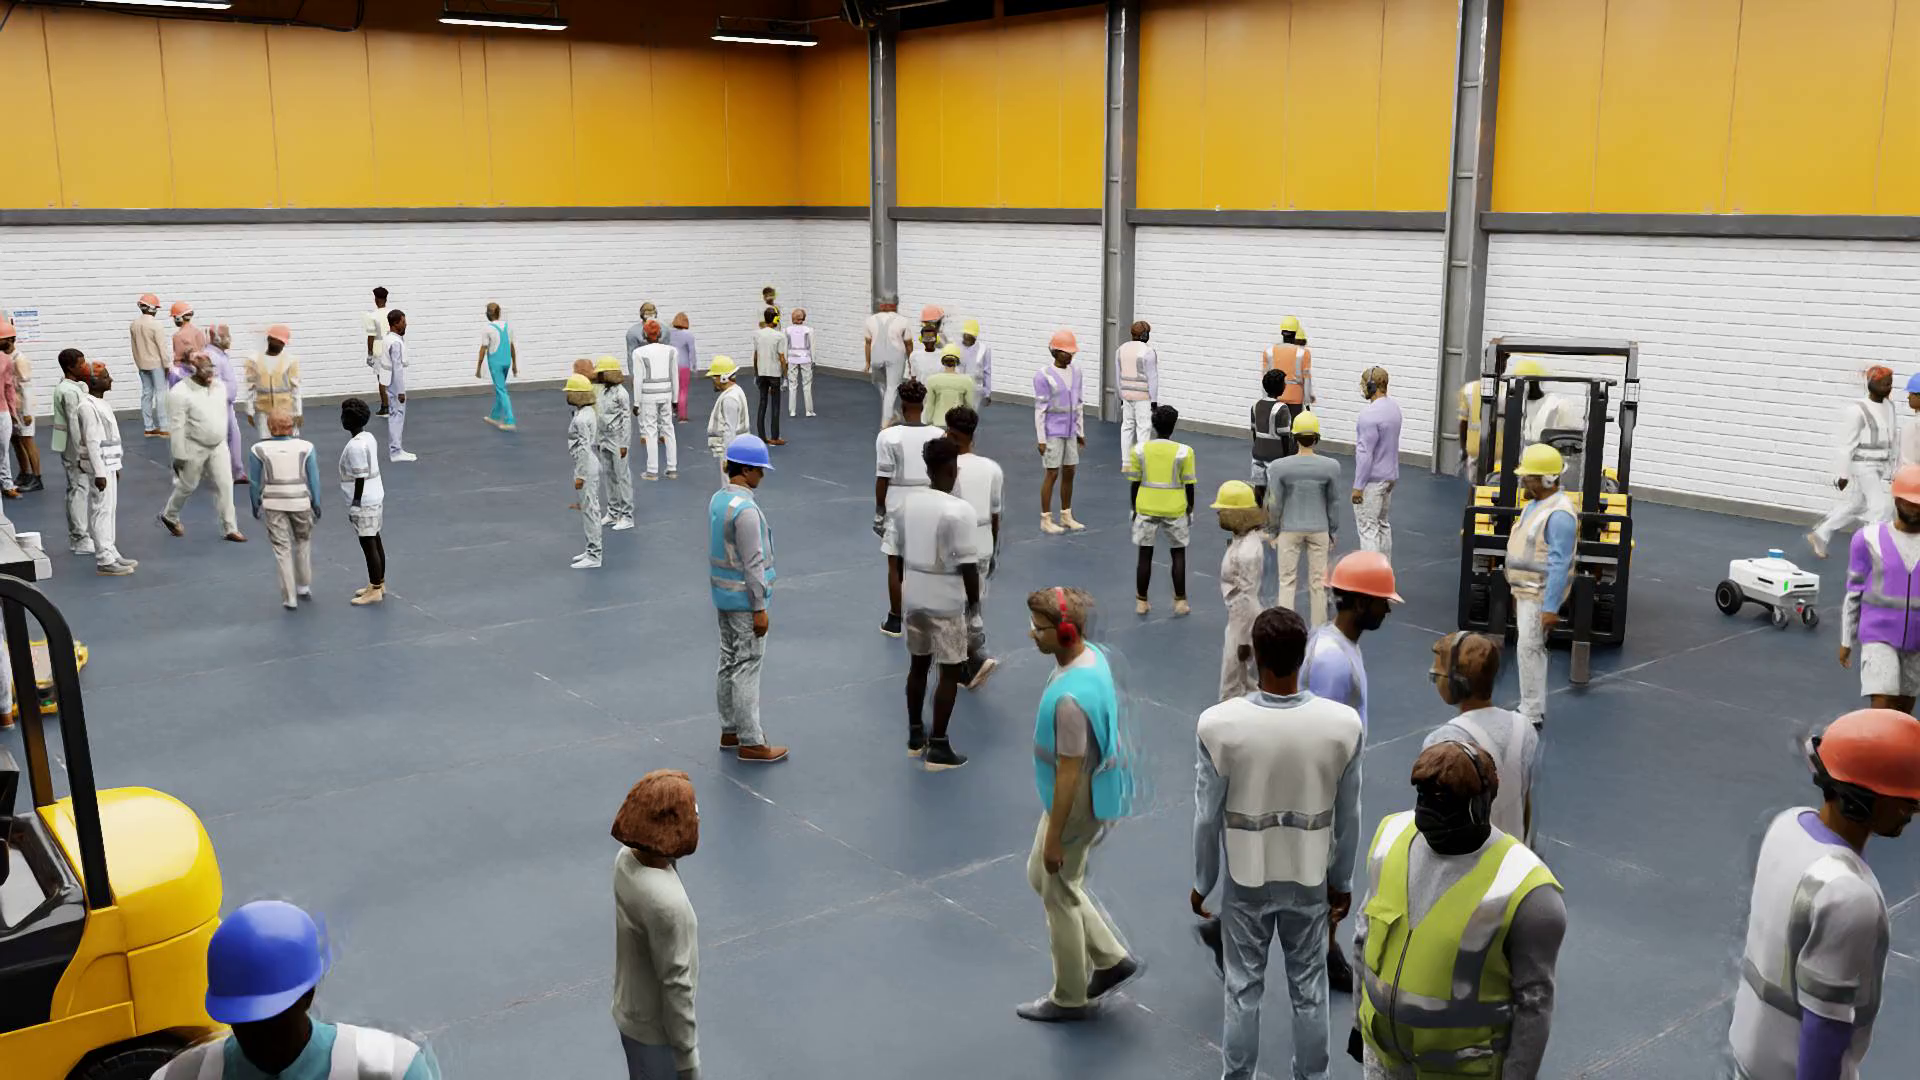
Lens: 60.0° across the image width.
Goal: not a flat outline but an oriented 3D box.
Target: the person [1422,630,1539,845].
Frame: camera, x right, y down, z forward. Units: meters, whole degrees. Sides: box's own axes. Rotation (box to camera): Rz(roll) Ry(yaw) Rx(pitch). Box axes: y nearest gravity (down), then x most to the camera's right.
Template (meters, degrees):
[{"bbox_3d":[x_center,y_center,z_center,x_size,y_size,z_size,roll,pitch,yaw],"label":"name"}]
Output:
[{"bbox_3d":[1.795,1.201,5.951,0.585,1.825,0.587,-5,13,-23],"label":"person"}]

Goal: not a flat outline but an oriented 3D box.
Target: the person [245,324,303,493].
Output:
[{"bbox_3d":[-7.646,-1.447,18.581,0.592,1.900,0.412,-3,12,-15],"label":"person"}]

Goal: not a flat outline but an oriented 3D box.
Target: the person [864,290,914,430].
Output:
[{"bbox_3d":[-1.006,-2.613,23.854,0.698,2.000,1.031,5,13,21],"label":"person"}]

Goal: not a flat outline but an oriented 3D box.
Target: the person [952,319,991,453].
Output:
[{"bbox_3d":[0.077,-1.880,20.910,0.653,1.805,0.495,2,12,10],"label":"person"}]

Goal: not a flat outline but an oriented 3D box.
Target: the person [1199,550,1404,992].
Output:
[{"bbox_3d":[1.433,0.970,6.882,0.687,1.909,0.558,3,12,15],"label":"person"}]

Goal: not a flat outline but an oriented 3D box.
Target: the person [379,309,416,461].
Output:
[{"bbox_3d":[-7.105,-1.942,20.948,0.392,1.911,0.584,-6,13,-26],"label":"person"}]

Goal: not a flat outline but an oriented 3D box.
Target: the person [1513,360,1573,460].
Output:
[{"bbox_3d":[5.176,-0.673,14.887,0.615,1.870,0.622,-9,15,-36],"label":"person"}]

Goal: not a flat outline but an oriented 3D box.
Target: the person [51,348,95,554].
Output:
[{"bbox_3d":[-8.259,-0.828,15.534,0.399,1.918,0.589,-7,14,-30],"label":"person"}]

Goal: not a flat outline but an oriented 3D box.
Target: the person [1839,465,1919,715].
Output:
[{"bbox_3d":[5.157,0.507,9.151,0.554,1.899,0.954,4,12,17],"label":"person"}]

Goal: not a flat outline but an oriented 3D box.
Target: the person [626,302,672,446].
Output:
[{"bbox_3d":[-4.134,-2.215,22.215,0.639,1.928,0.374,-8,14,-35],"label":"person"}]

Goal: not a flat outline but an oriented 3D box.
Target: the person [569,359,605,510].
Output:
[{"bbox_3d":[-3.891,-1.110,17.623,0.522,1.618,0.504,2,12,8],"label":"person"}]

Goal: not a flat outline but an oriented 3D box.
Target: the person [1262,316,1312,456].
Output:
[{"bbox_3d":[3.830,-1.656,19.506,0.585,1.928,0.370,5,13,24],"label":"person"}]

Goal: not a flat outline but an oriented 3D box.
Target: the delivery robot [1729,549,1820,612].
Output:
[{"bbox_3d":[6.388,0.318,13.057,0.477,0.478,0.707,-2,13,-12],"label":"delivery robot"}]

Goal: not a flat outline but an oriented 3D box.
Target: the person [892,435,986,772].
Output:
[{"bbox_3d":[-0.134,0.375,9.716,0.683,1.945,0.468,10,16,41],"label":"person"}]

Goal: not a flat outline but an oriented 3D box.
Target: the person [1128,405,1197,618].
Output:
[{"bbox_3d":[1.599,-0.223,13.186,0.548,1.689,0.319,4,12,17],"label":"person"}]

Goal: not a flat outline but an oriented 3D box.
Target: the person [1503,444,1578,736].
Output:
[{"bbox_3d":[3.558,0.312,10.258,0.404,1.829,0.621,1,12,4],"label":"person"}]

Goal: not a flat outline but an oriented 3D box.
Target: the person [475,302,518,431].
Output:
[{"bbox_3d":[-6.661,-2.475,23.745,0.890,1.805,0.535,8,14,34],"label":"person"}]

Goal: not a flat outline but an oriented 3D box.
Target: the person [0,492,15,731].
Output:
[{"bbox_3d":[-6.140,0.267,10.198,0.414,1.941,0.611,7,14,30],"label":"person"}]

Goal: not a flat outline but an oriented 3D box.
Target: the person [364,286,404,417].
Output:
[{"bbox_3d":[-8.687,-2.842,25.139,0.367,1.964,0.609,11,16,43],"label":"person"}]

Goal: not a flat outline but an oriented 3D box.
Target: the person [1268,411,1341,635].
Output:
[{"bbox_3d":[2.516,-0.064,12.205,0.525,1.772,0.305,1,12,3],"label":"person"}]

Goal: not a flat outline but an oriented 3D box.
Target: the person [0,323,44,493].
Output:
[{"bbox_3d":[-10.644,-1.491,18.732,0.558,1.923,0.414,11,16,42],"label":"person"}]

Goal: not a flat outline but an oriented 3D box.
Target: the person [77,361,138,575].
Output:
[{"bbox_3d":[-7.545,-0.631,14.664,0.353,1.884,0.578,-4,12,-17],"label":"person"}]

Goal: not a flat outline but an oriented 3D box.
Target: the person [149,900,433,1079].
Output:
[{"bbox_3d":[-1.415,1.641,3.645,0.625,1.912,0.976,-2,12,-11],"label":"person"}]

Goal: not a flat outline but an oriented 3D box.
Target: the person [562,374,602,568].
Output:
[{"bbox_3d":[-3.391,-0.621,14.957,0.294,1.744,0.485,-2,12,-8],"label":"person"}]

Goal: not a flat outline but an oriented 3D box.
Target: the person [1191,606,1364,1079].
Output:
[{"bbox_3d":[1.105,1.179,5.847,0.588,1.917,0.392,0,12,0],"label":"person"}]

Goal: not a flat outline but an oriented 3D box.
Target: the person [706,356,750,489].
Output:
[{"bbox_3d":[-2.205,-0.847,15.870,0.403,1.821,0.601,-1,12,-4],"label":"person"}]

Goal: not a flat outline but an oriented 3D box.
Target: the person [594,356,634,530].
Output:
[{"bbox_3d":[-3.495,-0.976,16.675,0.493,1.742,0.301,11,16,44],"label":"person"}]

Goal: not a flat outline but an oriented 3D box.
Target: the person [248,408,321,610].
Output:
[{"bbox_3d":[-5.509,-0.270,13.582,0.528,1.611,0.730,-6,13,-27],"label":"person"}]

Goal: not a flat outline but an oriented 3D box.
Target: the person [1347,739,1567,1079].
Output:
[{"bbox_3d":[1.348,1.450,4.716,0.430,1.845,0.619,-9,15,-38],"label":"person"}]

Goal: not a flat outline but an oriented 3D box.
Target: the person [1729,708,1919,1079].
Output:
[{"bbox_3d":[2.331,1.408,4.490,0.583,2.017,0.628,1,12,5],"label":"person"}]
